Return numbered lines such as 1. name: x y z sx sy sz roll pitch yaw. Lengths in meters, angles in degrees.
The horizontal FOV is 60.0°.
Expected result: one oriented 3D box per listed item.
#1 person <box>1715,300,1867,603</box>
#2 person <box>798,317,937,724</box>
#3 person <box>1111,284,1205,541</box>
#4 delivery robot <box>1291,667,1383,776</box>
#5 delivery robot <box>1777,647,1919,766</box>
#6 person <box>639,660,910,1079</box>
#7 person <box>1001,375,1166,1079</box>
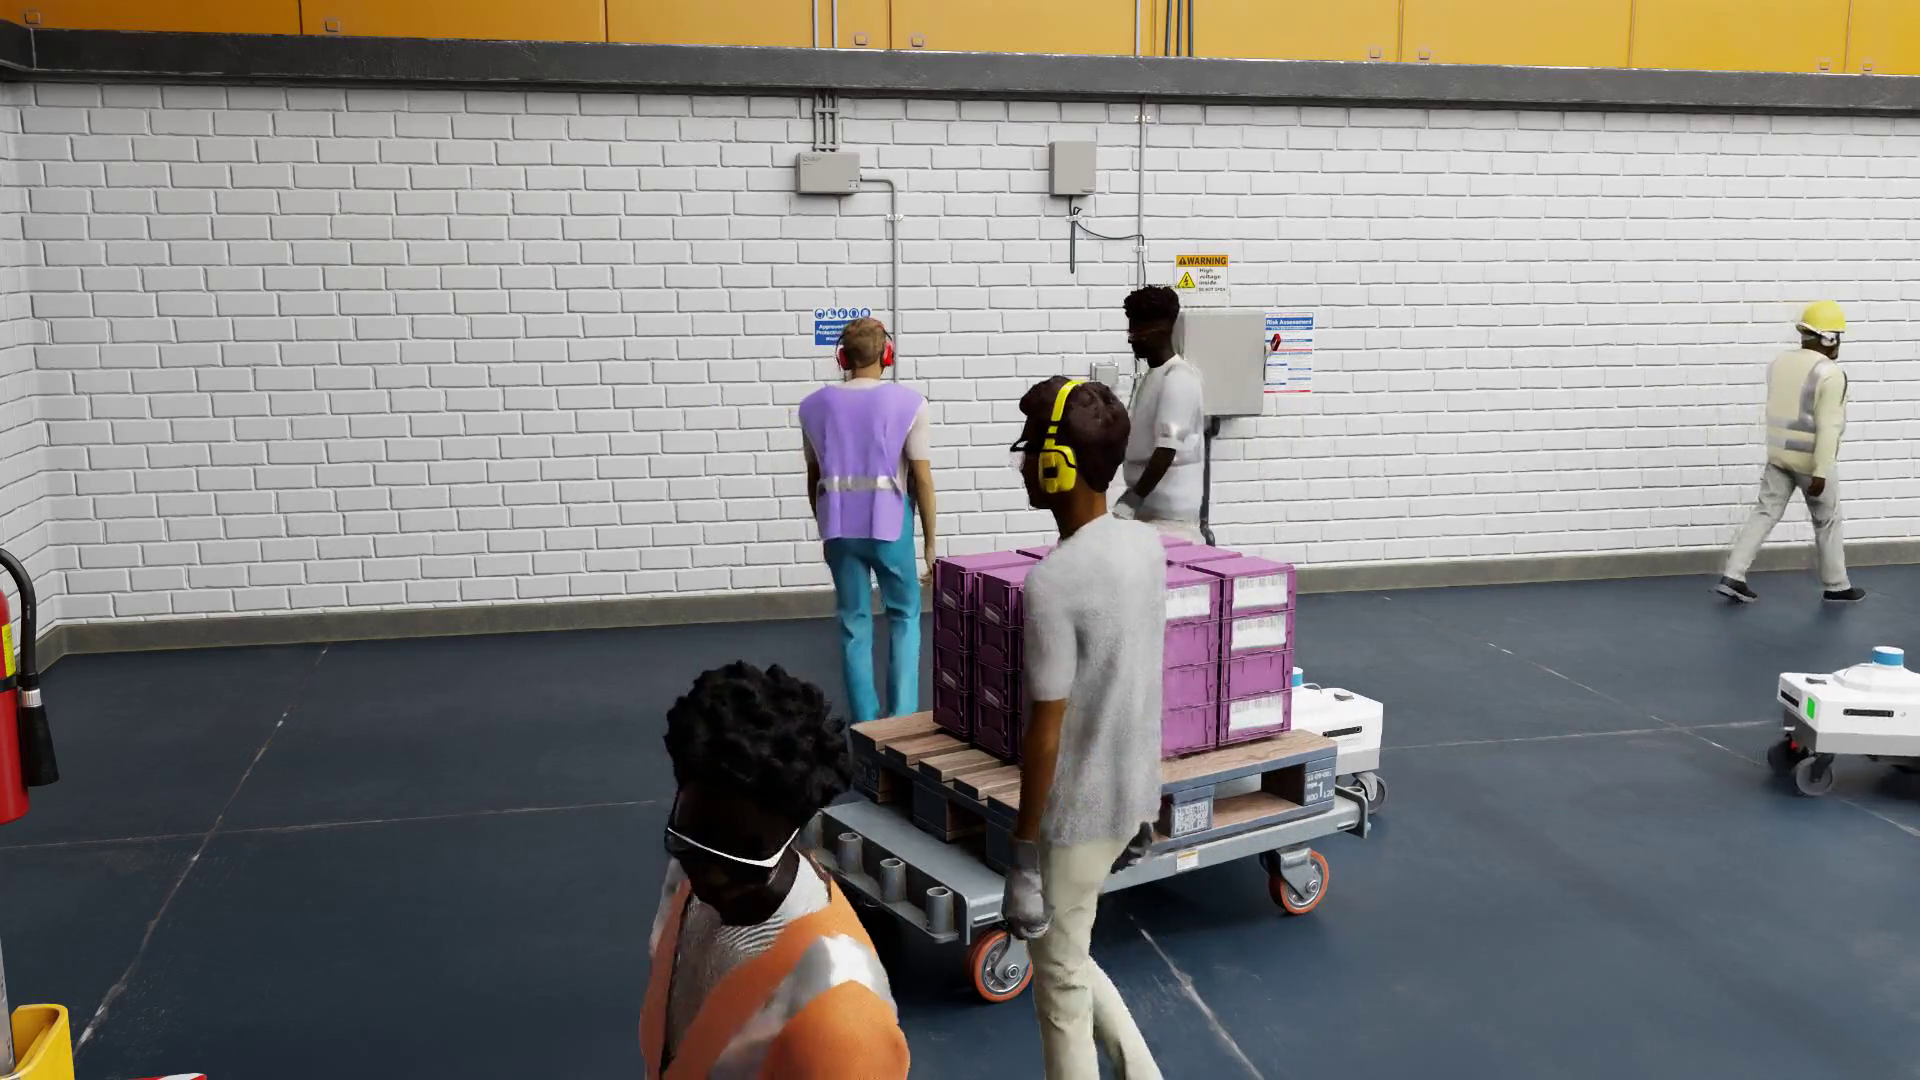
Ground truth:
1. person: 4.873 -0.495 9.681 0.917 1.796 0.593 -3 11 -15
2. person: -0.370 0.008 6.811 0.602 1.812 0.477 2 10 9
3. person: 0.921 -0.174 7.480 0.658 1.936 0.621 -1 10 -7
4. delivery robot: 1.209 0.711 6.148 0.707 0.478 0.477 -5 11 -26
5. delivery robot: 3.569 0.656 6.435 0.707 0.478 0.477 1 11 6
6. person: -0.202 0.935 2.087 0.362 1.671 0.592 -4 11 -23
7. person: 0.246 0.586 3.480 0.411 1.860 0.544 6 12 30
